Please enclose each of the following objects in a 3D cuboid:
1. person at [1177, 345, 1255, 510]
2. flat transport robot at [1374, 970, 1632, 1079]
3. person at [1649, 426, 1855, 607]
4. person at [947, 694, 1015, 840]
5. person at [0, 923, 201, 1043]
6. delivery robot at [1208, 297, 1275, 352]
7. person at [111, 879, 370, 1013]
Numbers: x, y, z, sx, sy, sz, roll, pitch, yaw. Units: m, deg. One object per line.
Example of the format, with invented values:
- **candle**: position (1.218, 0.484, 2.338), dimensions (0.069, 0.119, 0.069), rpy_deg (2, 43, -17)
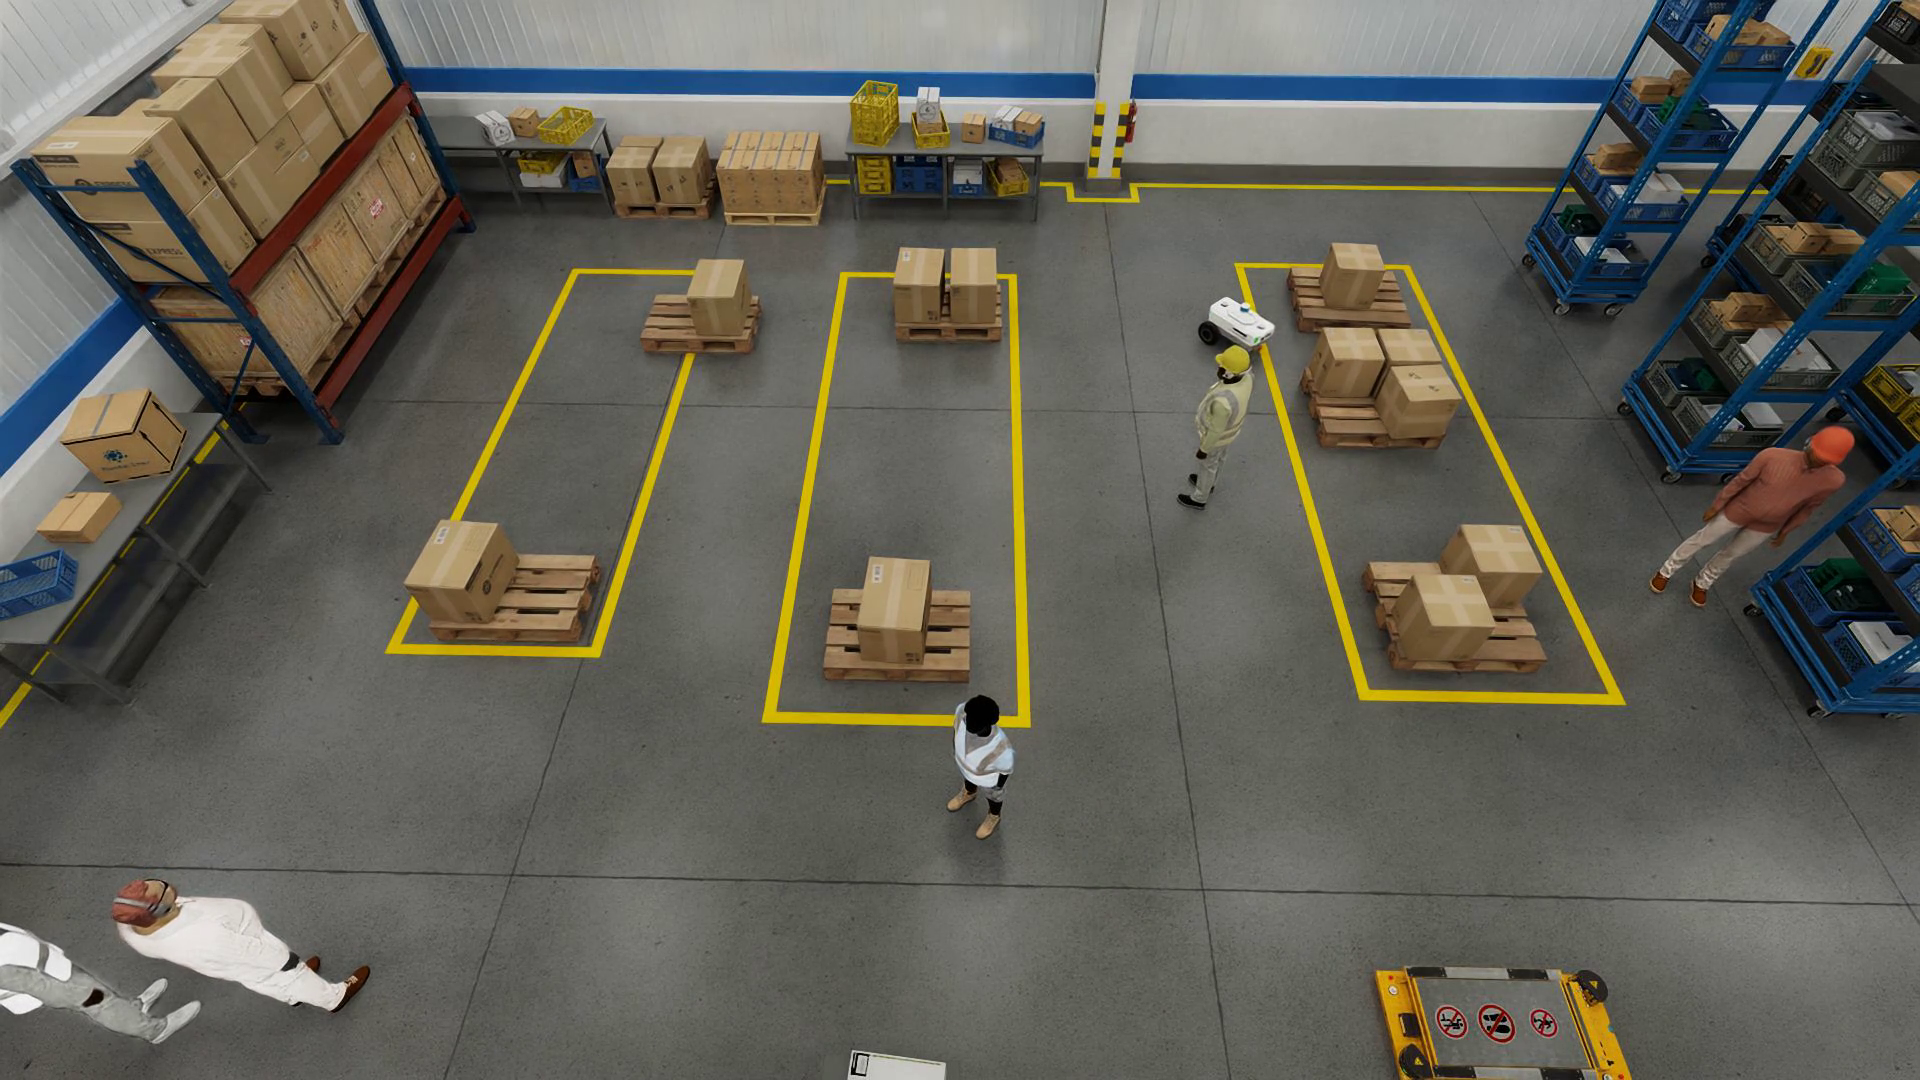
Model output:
- **person**: position (2.313, -1.004, 8.284), dimensions (0.404, 1.835, 0.587), rpy_deg (28, 56, 21)
- **flat transport robot**: position (3.501, 3.133, 5.914), dimensions (1.431, 0.197, 0.652), rpy_deg (1, 51, 1)
- **person**: position (6.501, -0.191, 7.519), dimensions (0.608, 1.996, 0.375), rpy_deg (23, 54, 18)
- **person**: position (0.133, 1.546, 6.293), dimensions (0.318, 1.697, 0.535), rpy_deg (-36, 59, -26)
- **person**: position (-5.320, 2.548, 5.338), dimensions (0.591, 1.914, 0.383), rpy_deg (21, 54, 17)
- **delivery robot**: position (3.123, -2.408, 10.191), dimensions (0.477, 0.478, 0.707), rpy_deg (-32, 58, -24)
- **person**: position (-4.273, 2.418, 5.446), dimensions (0.642, 1.913, 0.408), rpy_deg (8, 51, 7)
